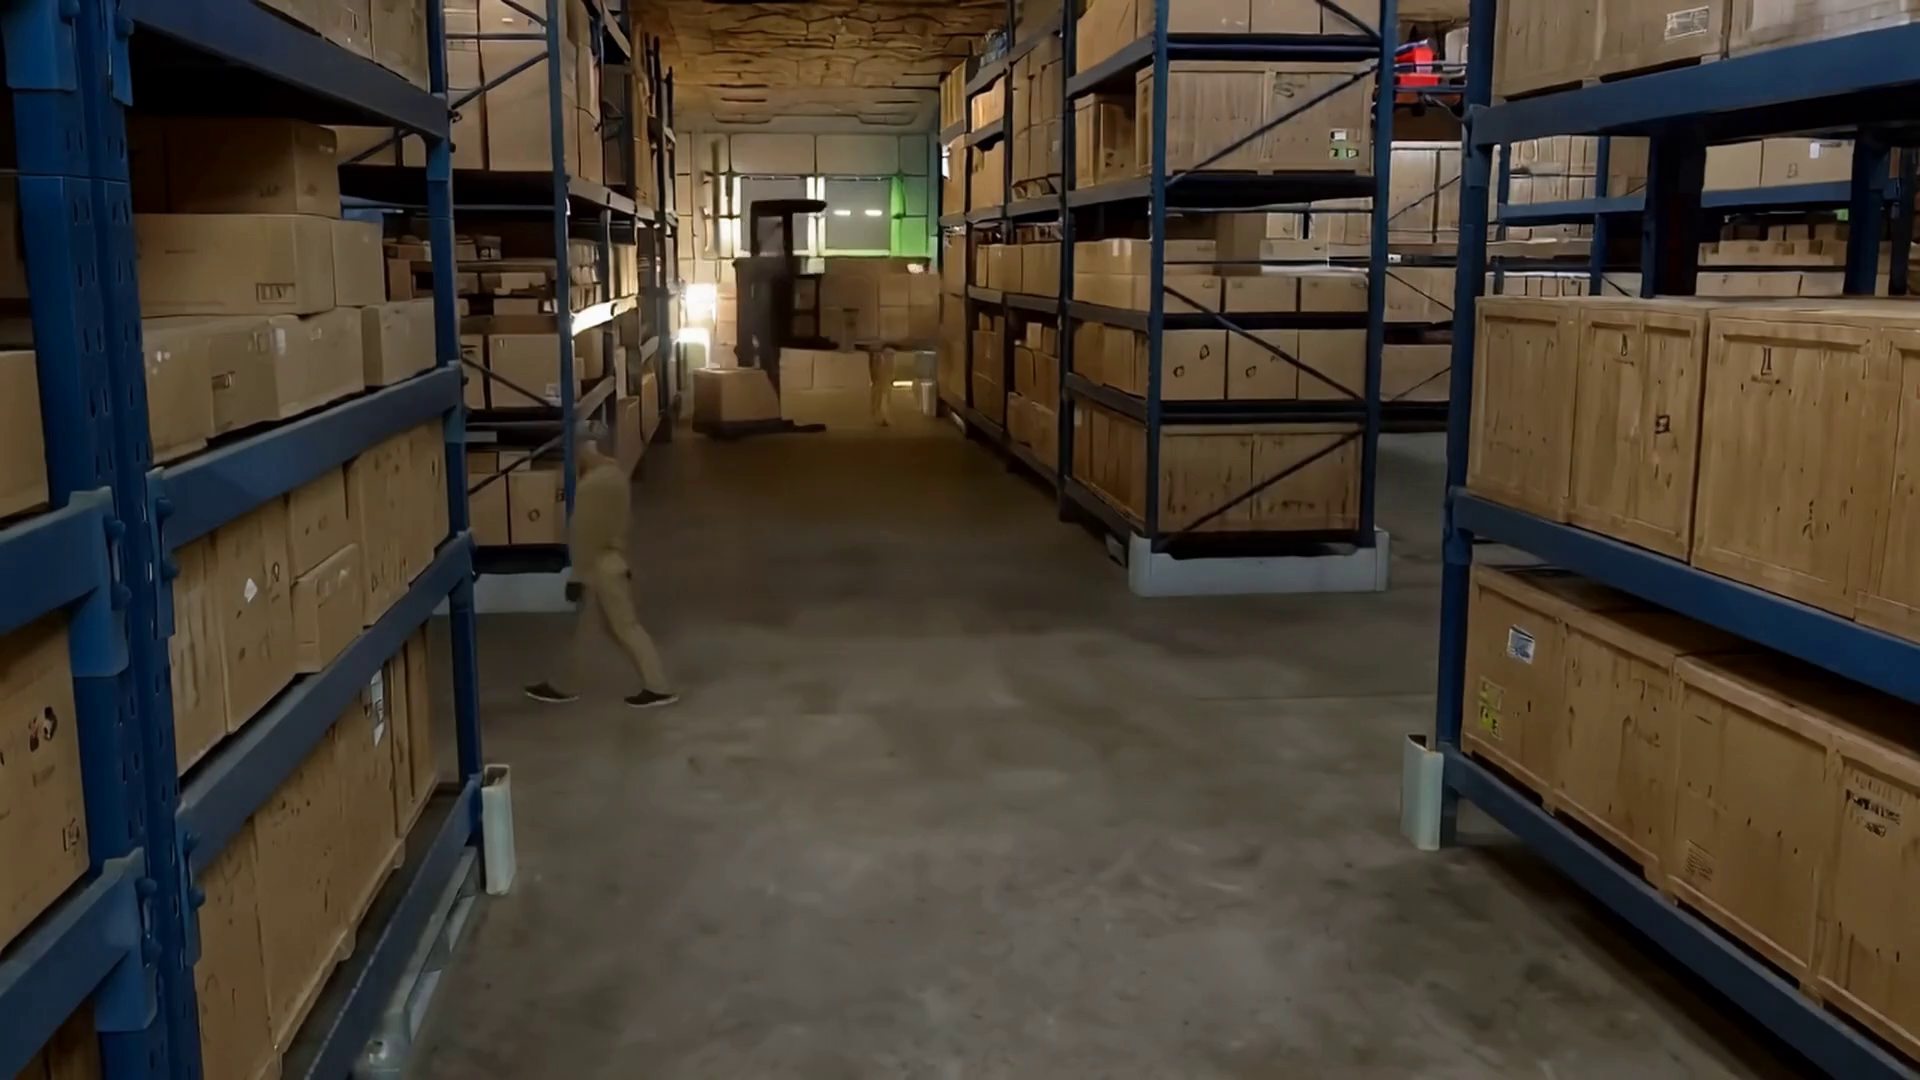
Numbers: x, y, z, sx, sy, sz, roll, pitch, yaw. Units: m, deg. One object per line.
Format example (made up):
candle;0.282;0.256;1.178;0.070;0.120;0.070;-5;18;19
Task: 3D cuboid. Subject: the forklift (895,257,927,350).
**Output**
forklift;-1.494;-7.211;50.544;1.129;2.768;1.873;1;10;7

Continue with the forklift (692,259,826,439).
forklift;-3.247;-3.079;26.490;1.873;2.768;1.129;-7;12;-37

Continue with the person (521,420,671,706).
person;-2.320;0.159;10.624;0.991;1.853;0.666;0;10;-2

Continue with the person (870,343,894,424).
person;-1.346;-2.823;28.608;0.311;1.638;0.521;9;13;43
